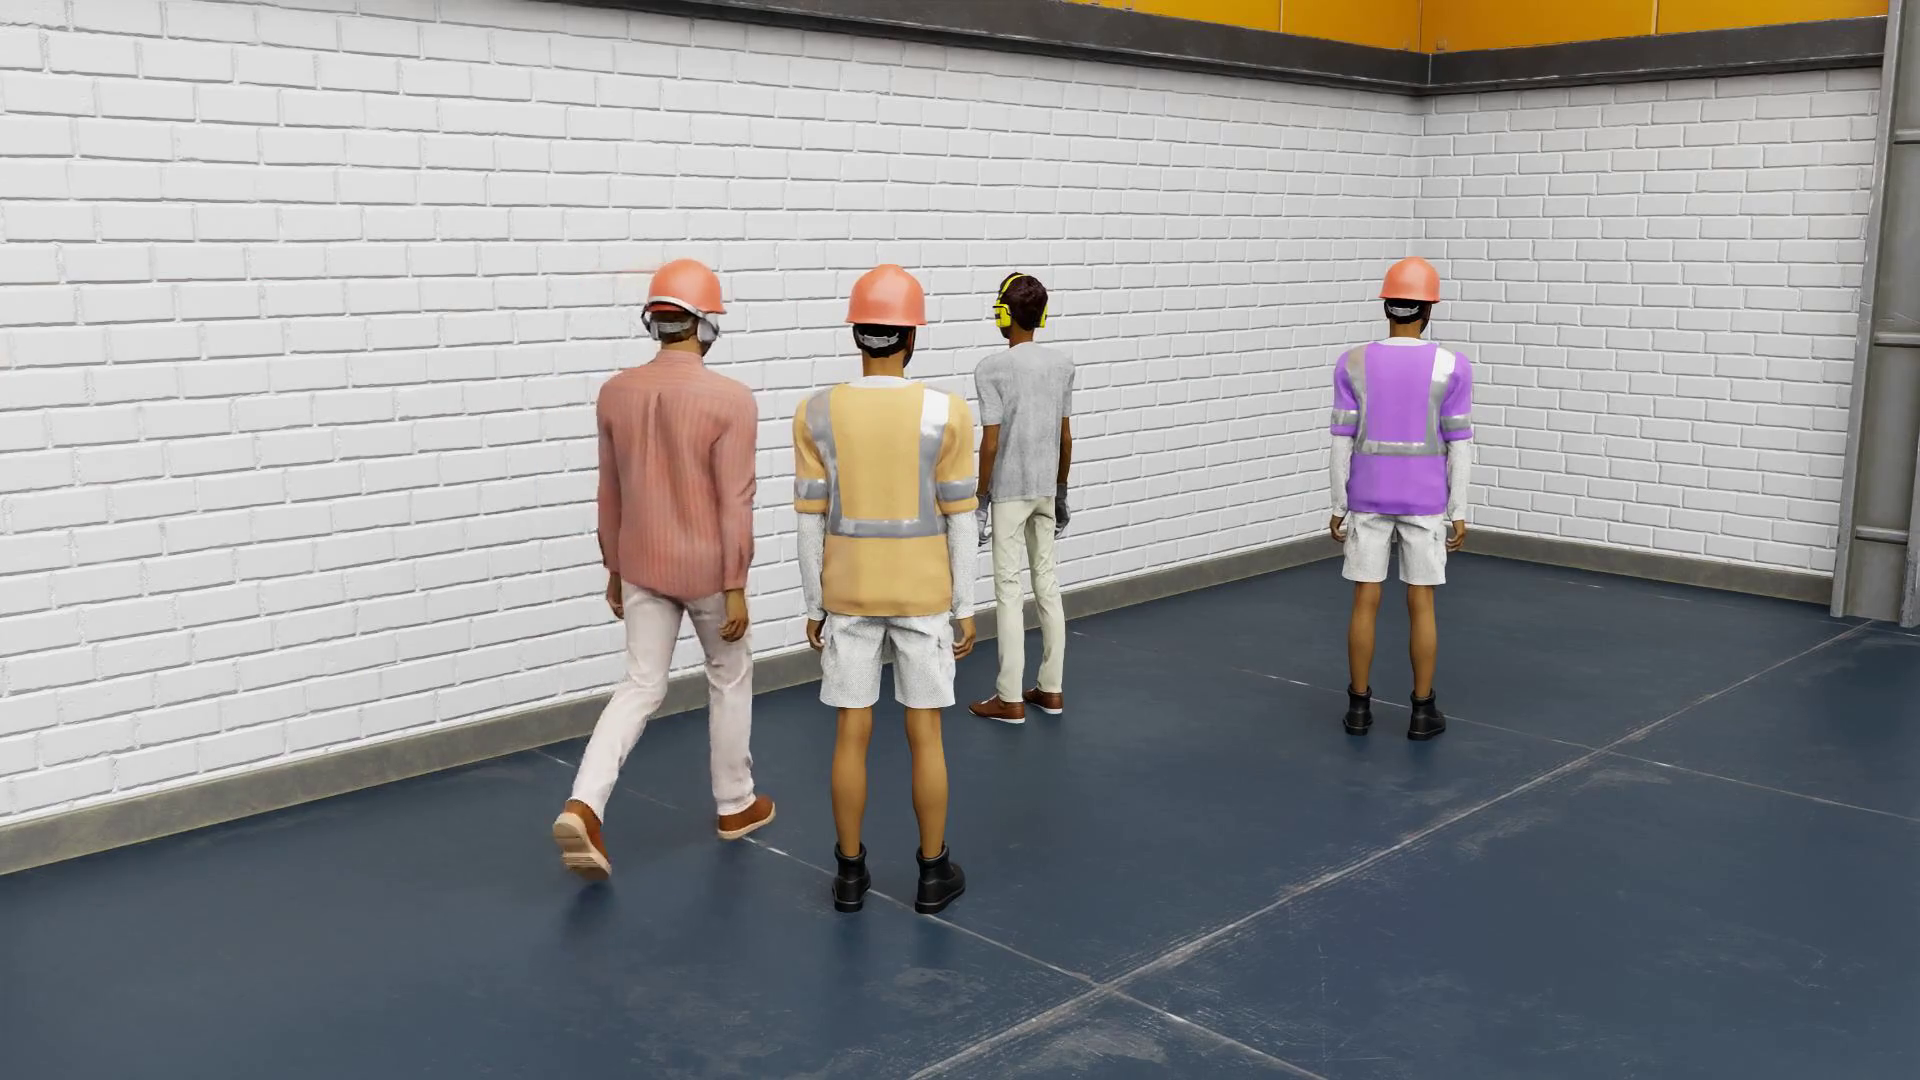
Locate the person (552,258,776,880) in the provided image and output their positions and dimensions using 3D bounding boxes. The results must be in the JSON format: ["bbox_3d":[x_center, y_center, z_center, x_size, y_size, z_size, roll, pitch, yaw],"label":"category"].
[{"bbox_3d":[-0.943,0.092,5.294,0.620,1.961,0.921,4,11,23],"label":"person"}]

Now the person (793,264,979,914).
[{"bbox_3d":[-0.213,0.161,4.948,0.545,1.938,0.356,1,10,6],"label":"person"}]

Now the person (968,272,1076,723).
[{"bbox_3d":[0.250,-0.170,6.939,0.508,1.872,0.328,-8,13,-36],"label":"person"}]

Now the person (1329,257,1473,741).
[{"bbox_3d":[1.768,-0.161,6.707,0.552,1.934,0.373,4,11,21],"label":"person"}]
